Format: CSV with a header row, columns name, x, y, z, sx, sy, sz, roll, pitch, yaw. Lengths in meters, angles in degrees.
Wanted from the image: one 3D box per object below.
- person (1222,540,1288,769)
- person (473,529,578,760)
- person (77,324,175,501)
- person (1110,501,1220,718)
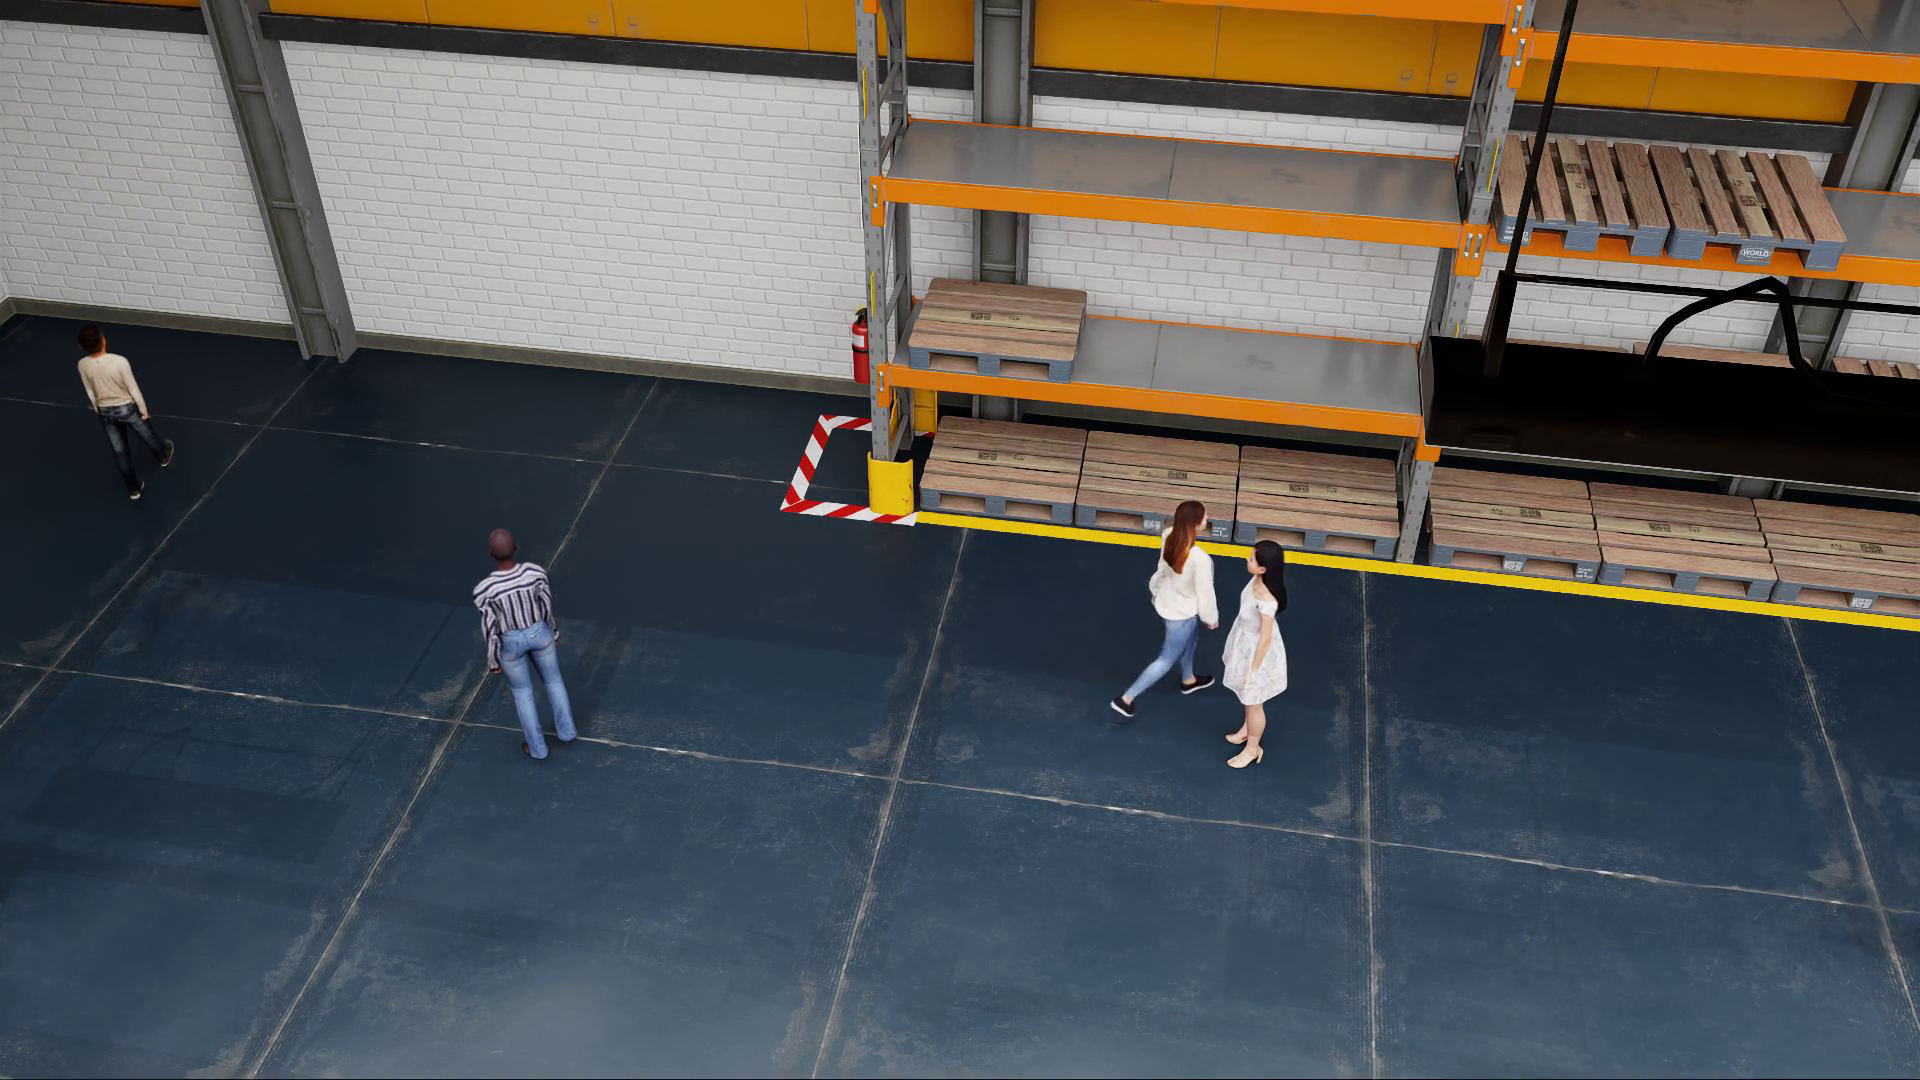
name,x,y,z,sx,sy,sz,roll,pitch,yaw
person,1.834,0.715,10.363,0.628,1.773,0.645,5,39,6
person,-2.724,0.663,10.412,0.705,1.794,0.763,-25,45,-28
person,-6.447,-0.950,12.713,0.885,1.444,0.822,-7,39,-9
person,1.353,0.488,10.736,1.155,1.662,0.970,-14,41,-17
